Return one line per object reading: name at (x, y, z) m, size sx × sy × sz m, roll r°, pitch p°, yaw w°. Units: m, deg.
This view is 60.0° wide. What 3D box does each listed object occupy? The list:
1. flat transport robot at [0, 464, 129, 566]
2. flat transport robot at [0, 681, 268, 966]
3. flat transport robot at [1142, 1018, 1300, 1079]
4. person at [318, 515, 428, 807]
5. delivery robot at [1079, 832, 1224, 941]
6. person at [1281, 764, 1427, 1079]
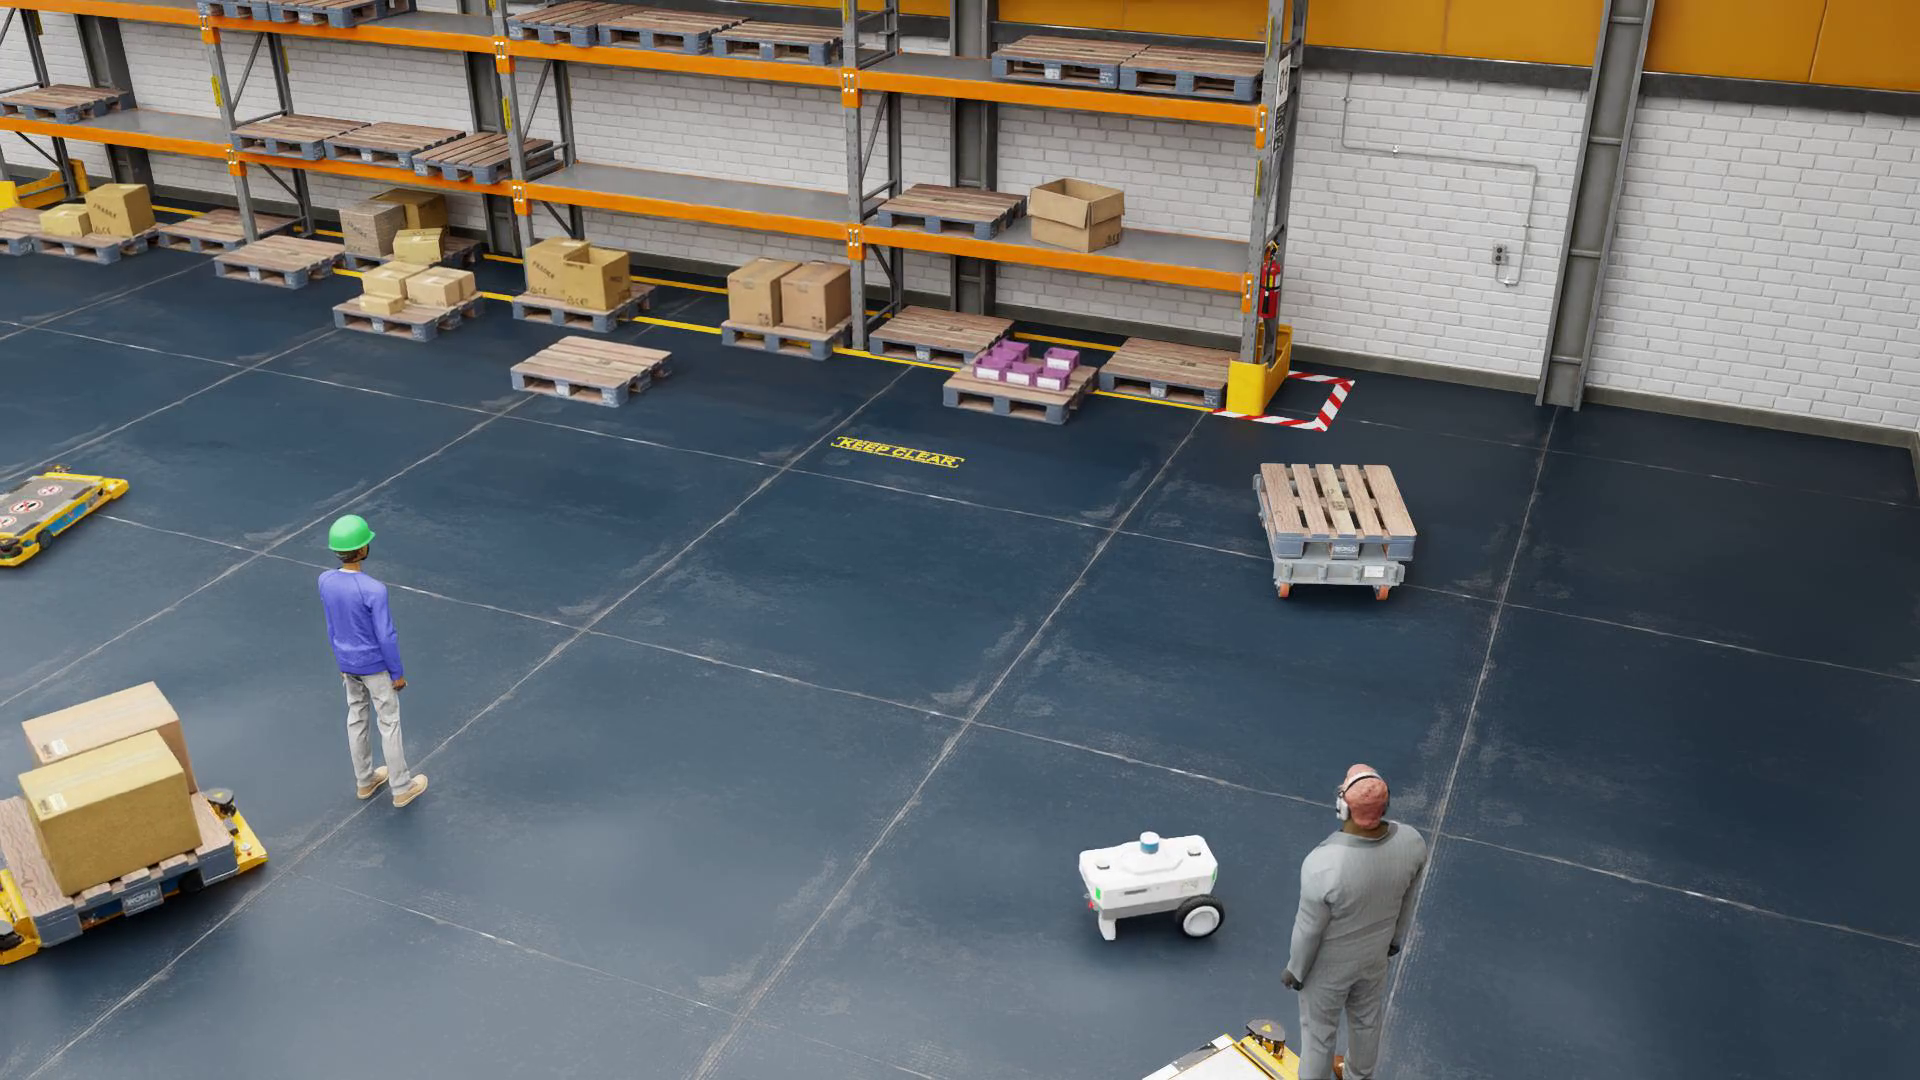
flat transport robot at (-7.410, -0.208, 13.334) m, size 0.659 × 0.231 × 1.431 m, roll 5°, pitch 28°, yaw 9°
flat transport robot at (-4.722, 1.861, 9.323) m, size 1.431 × 0.231 × 0.659 m, roll -20°, pitch 33°, yaw -34°
flat transport robot at (1.102, 2.725, 7.647) m, size 1.431 × 0.231 × 0.659 m, roll -17°, pitch 32°, yaw -30°
person at (-3.484, 0.711, 9.820) m, size 0.458 × 1.865 × 0.382 m, roll 9°, pitch 29°, yaw 17°
delivery robot at (1.048, 1.856, 9.040) m, size 0.785 × 0.613 × 0.514 m, roll -6°, pitch 28°, yaw -11°
person at (1.743, 1.845, 7.572) m, size 0.650 × 1.905 × 0.413 m, roll -12°, pitch 30°, yaw -23°
